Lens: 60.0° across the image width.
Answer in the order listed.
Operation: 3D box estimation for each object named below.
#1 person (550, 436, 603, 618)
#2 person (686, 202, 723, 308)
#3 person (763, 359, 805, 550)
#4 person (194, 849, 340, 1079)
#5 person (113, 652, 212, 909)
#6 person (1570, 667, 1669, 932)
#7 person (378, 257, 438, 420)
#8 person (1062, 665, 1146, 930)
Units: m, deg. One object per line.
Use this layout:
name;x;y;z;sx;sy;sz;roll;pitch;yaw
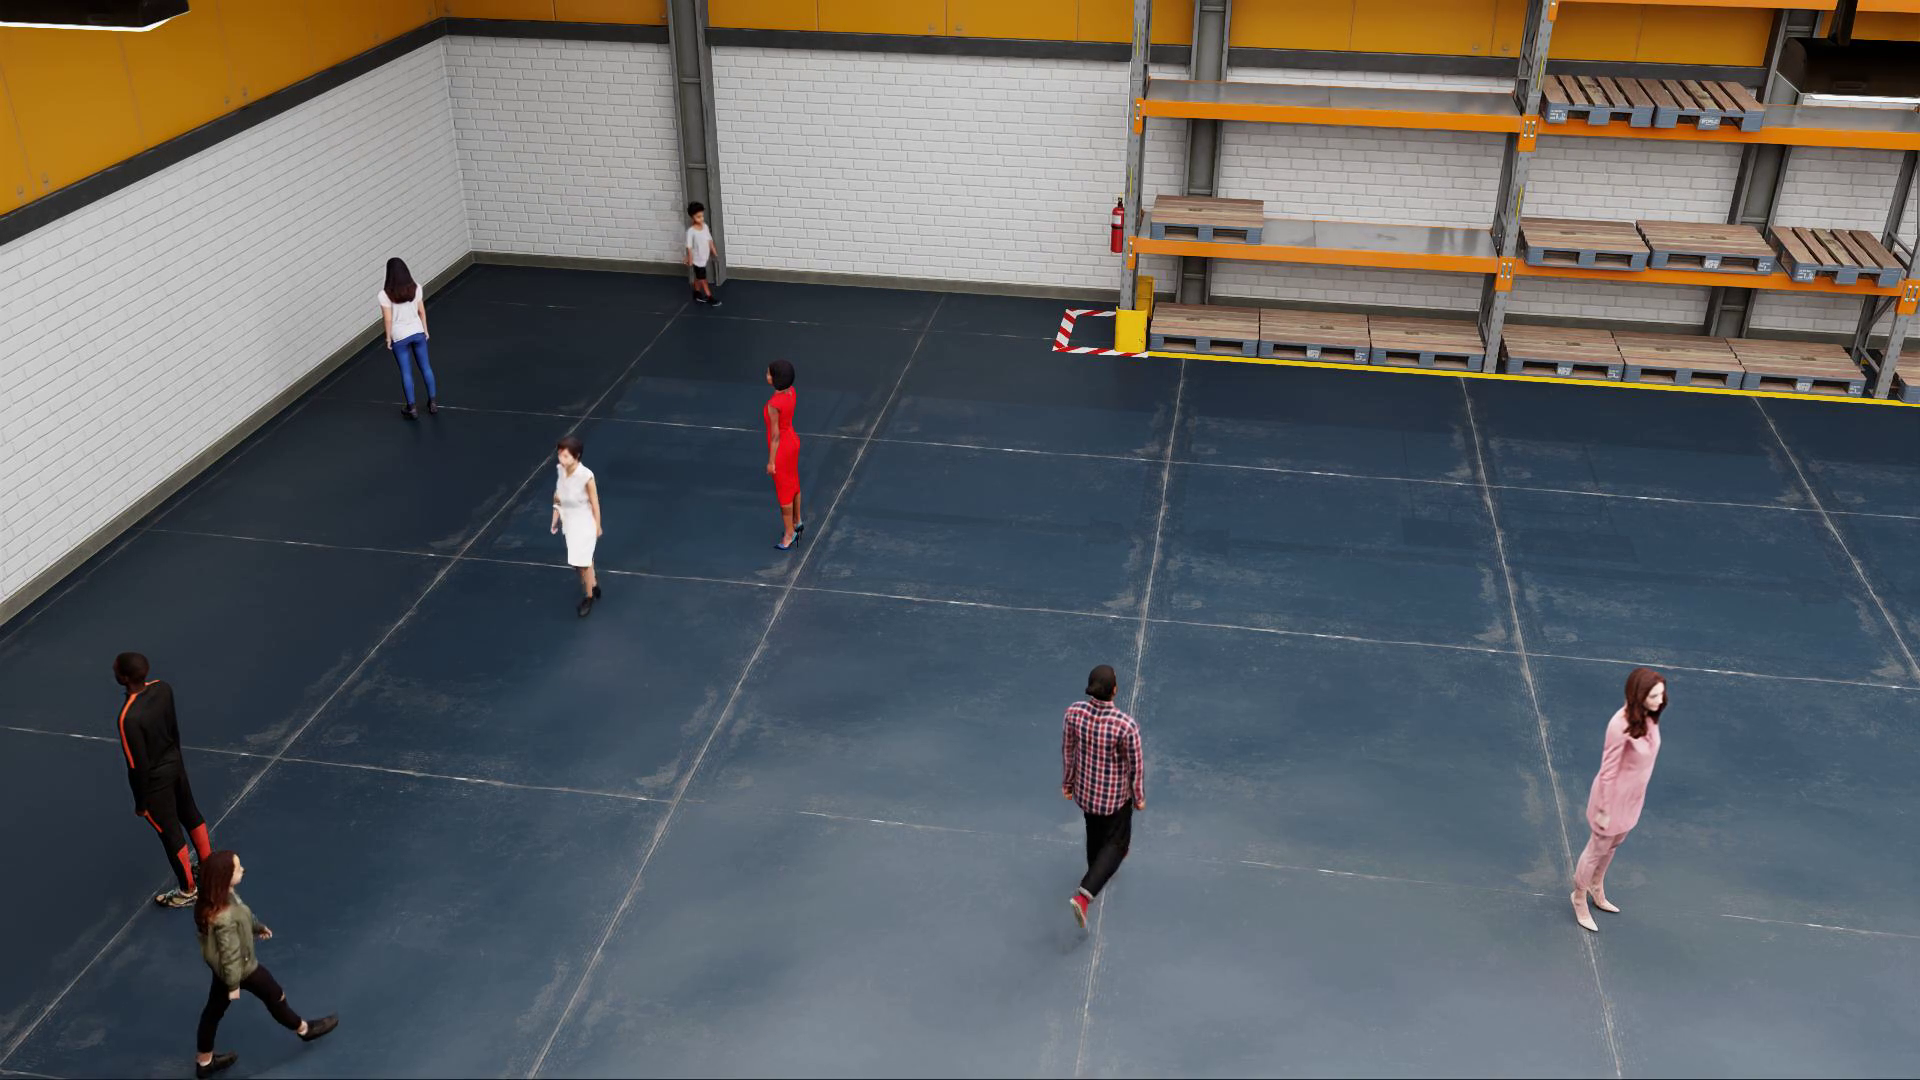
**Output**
person;-3.045;-0.161;13.500;0.665;1.543;0.749;19;34;31
person;-3.135;-3.407;19.771;0.856;1.236;0.704;19;34;31
person;-1.515;-0.741;14.361;0.511;1.737;0.579;7;29;13
person;-4.016;2.339;9.032;1.061;1.432;0.998;-19;34;-31
person;-4.925;1.456;10.260;0.524;1.808;0.618;4;29;7
person;3.987;1.551;10.091;0.687;1.803;0.731;-21;35;-34
person;-5.566;-2.032;16.783;0.675;1.685;0.724;-20;35;-33
person;0.848;1.560;10.141;1.064;1.738;1.018;18;34;30
